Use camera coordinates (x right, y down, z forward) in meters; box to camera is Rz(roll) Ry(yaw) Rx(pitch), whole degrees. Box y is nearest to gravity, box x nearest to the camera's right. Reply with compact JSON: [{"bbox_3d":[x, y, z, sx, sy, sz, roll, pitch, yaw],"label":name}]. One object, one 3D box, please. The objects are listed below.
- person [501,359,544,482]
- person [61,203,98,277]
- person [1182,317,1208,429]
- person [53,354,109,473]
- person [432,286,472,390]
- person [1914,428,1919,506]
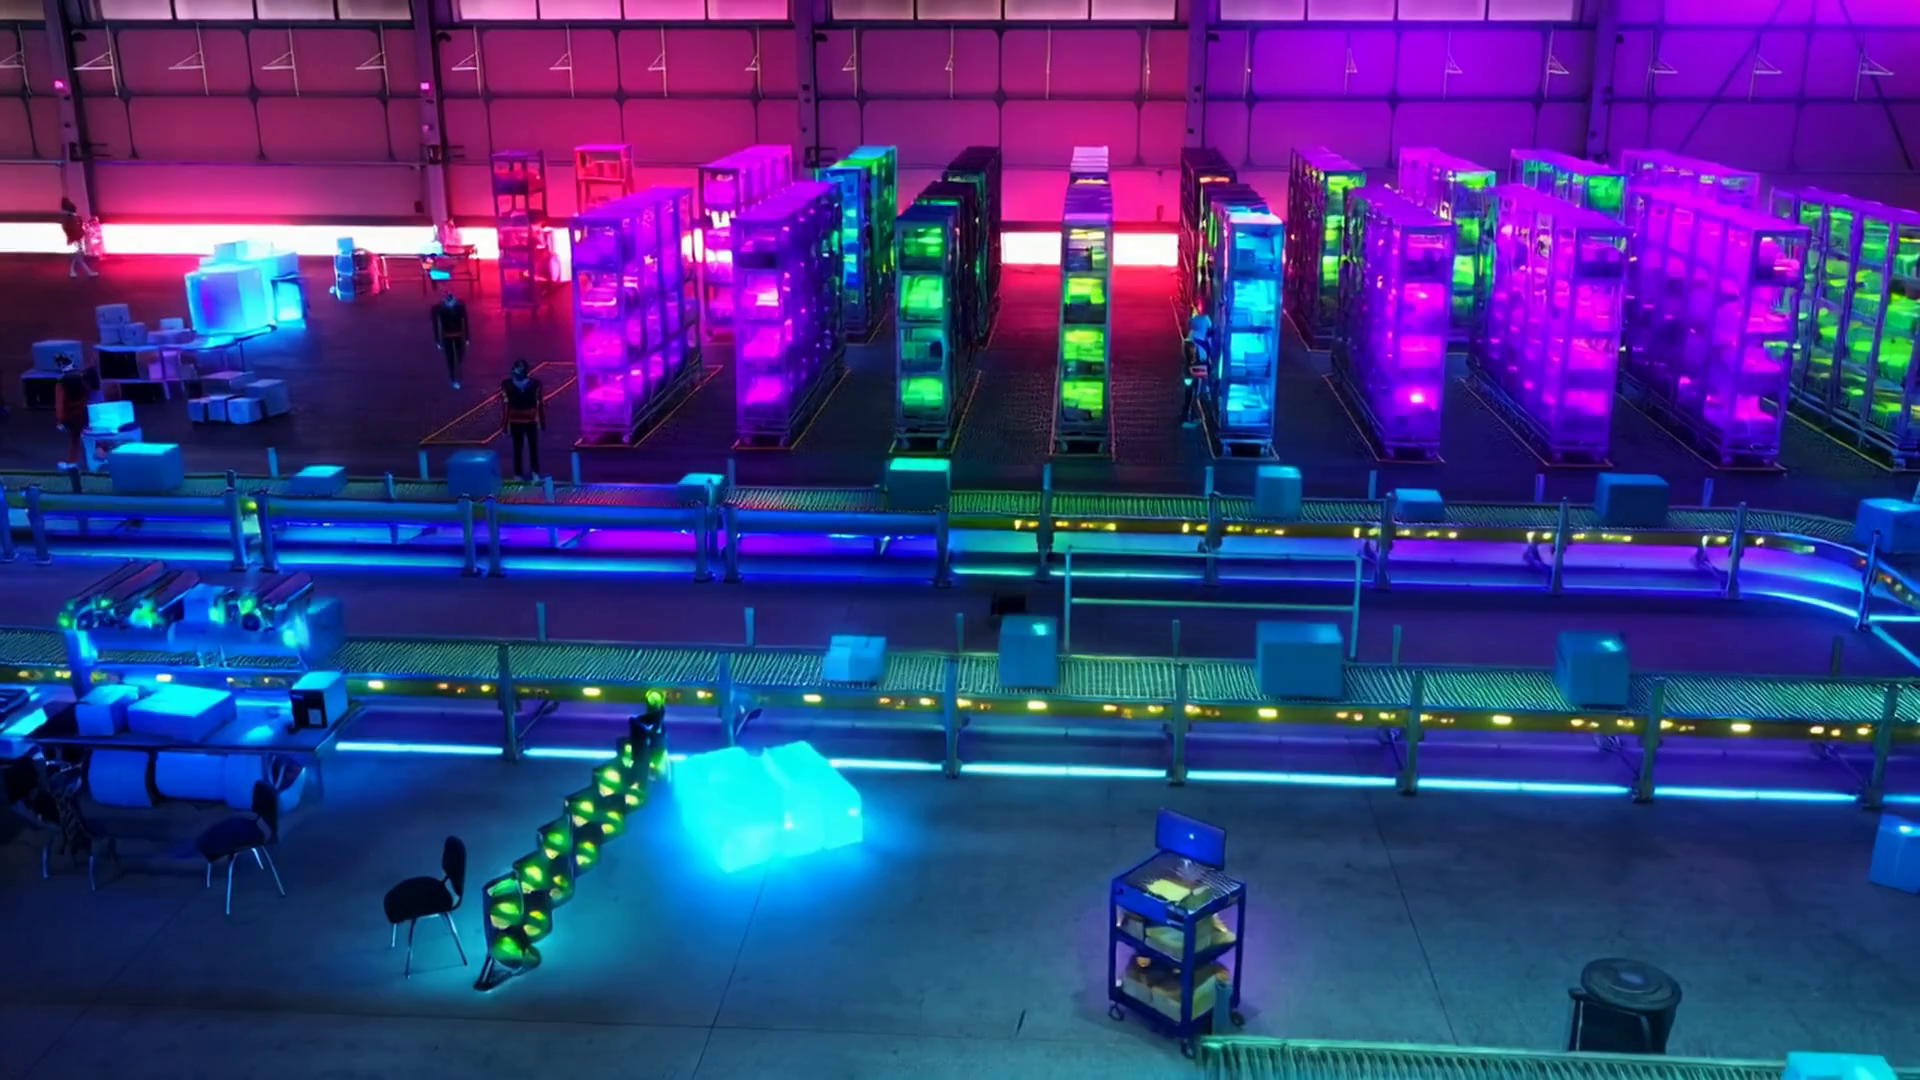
[{"bbox_3d":[-6.292,-1.714,23.976,0.570,1.845,0.384,-5,18,-17],"label":"person"},{"bbox_3d":[-22.898,-7.785,43.167,0.972,1.884,0.571,4,18,11],"label":"person"},{"bbox_3d":[3.865,-2.755,27.301,0.404,1.830,0.602,11,20,31],"label":"person"},{"bbox_3d":[-13.039,-1.862,24.558,0.957,1.788,0.597,3,18,10],"label":"person"},{"bbox_3d":[-9.240,-3.699,30.202,0.665,1.887,0.650,-13,22,-36],"label":"person"},{"bbox_3d":[12.921,-1.133,21.894,0.623,1.990,0.392,10,20,30],"label":"person"}]
